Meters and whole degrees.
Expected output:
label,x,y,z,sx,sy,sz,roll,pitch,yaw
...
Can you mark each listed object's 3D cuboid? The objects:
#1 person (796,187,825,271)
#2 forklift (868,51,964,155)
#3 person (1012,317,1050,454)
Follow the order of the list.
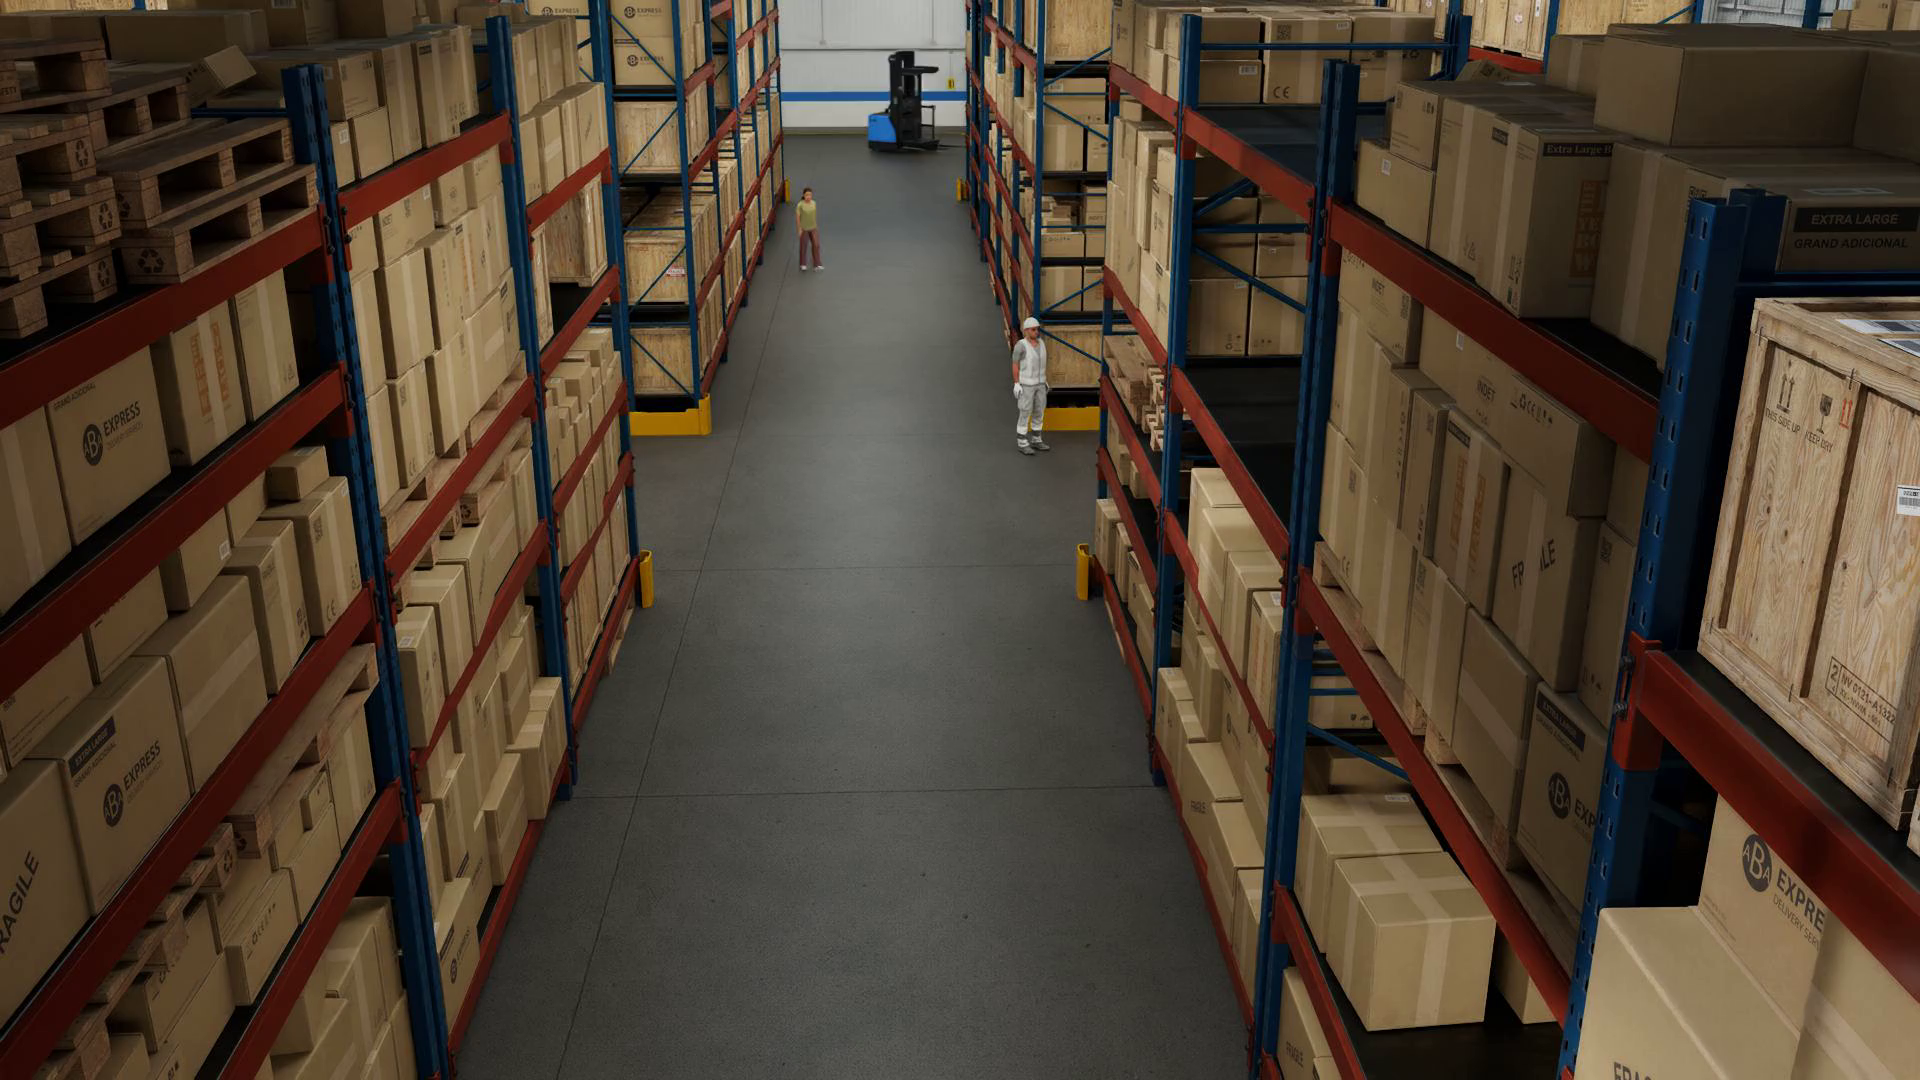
label,x,y,z,sx,sy,sz,roll,pitch,yaw
person,-3.010,-6.192,33.168,0.488,1.655,0.780,-9,22,-22
forklift,-1.298,-13.197,50.202,3.031,2.941,1.121,12,24,30
person,0.965,-2.042,21.932,0.541,1.793,0.391,-16,26,-36
